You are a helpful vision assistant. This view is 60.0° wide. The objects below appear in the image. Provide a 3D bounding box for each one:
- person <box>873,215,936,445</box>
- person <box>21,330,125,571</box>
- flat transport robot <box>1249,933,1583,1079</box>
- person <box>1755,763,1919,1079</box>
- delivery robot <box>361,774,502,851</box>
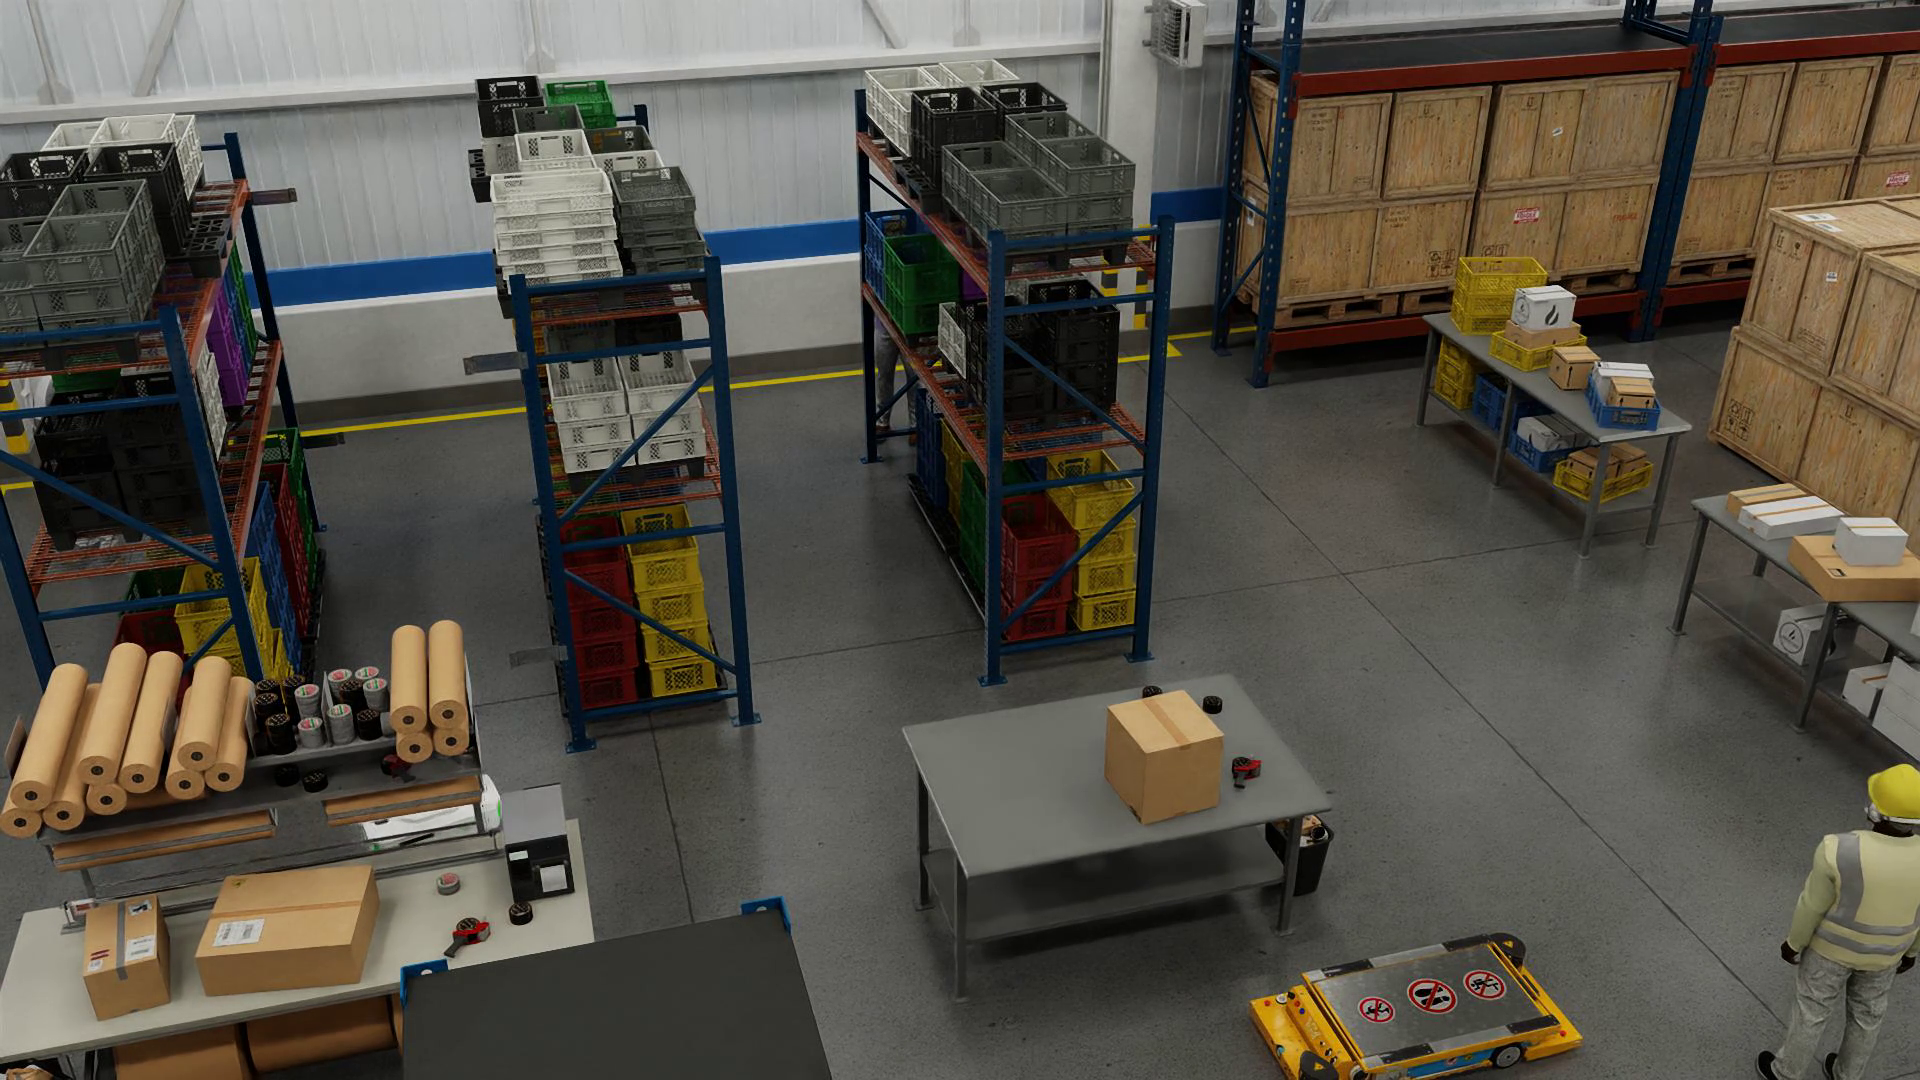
[{"bbox_3d":[-0.485,-1.702,13.511,0.627,1.940,0.376,5,29,8],"label":"person"},{"bbox_3d":[-6.279,-0.655,11.664,0.574,1.884,0.356,18,34,29],"label":"person"},{"bbox_3d":[2.184,2.282,7.980,1.431,0.197,0.652,-8,30,-14],"label":"flat transport robot"},{"bbox_3d":[3.945,1.749,7.336,0.590,1.837,0.404,2,29,4],"label":"person"},{"bbox_3d":[-2.853,1.514,8.991,0.707,0.478,0.477,-15,32,-26],"label":"delivery robot"}]
